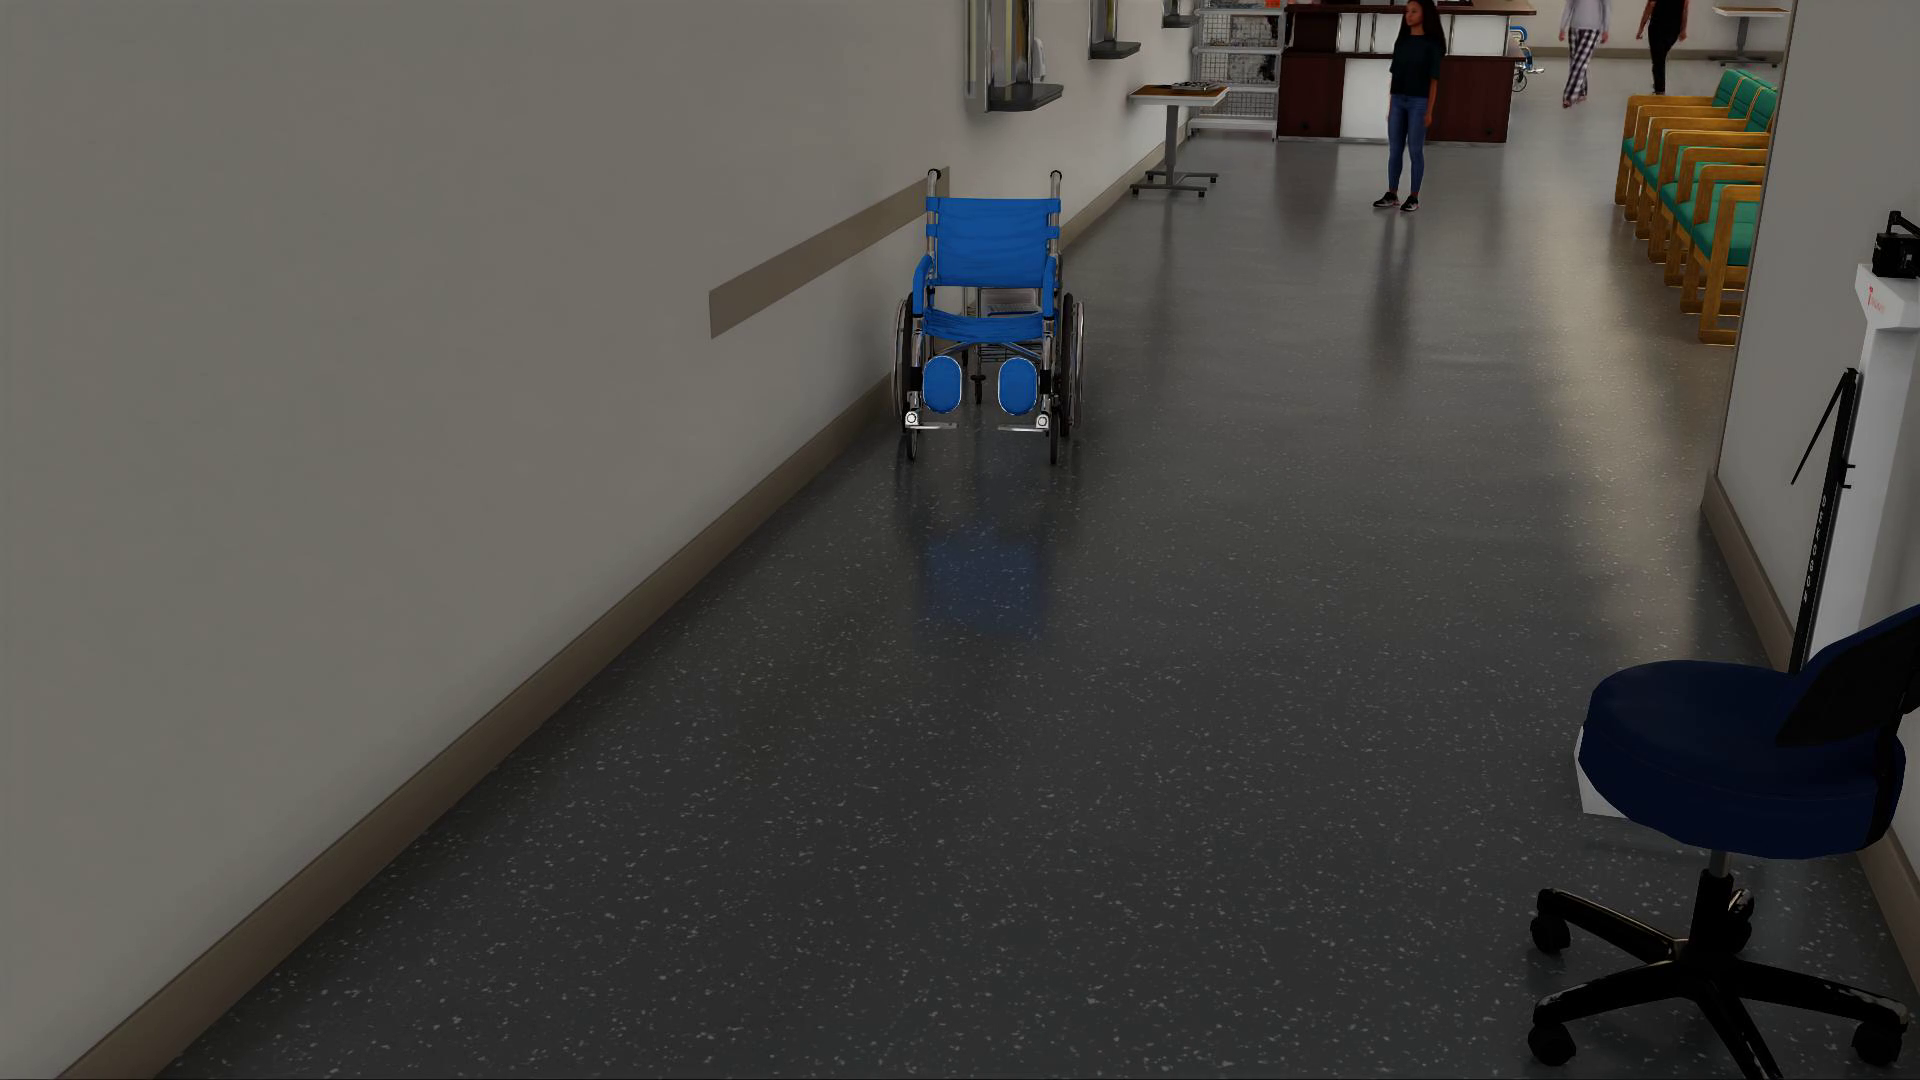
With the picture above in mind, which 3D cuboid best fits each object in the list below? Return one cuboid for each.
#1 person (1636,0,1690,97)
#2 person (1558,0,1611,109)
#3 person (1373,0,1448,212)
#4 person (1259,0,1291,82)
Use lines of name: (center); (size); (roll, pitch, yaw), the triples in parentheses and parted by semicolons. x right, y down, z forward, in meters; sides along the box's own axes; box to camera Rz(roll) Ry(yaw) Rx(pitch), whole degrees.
person: (8.504, -6.109, 19.970); (0.839, 1.738, 0.892); (-5, 21, -13)
person: (7.369, -5.980, 19.567); (1.235, 1.782, 1.057); (17, 26, 37)
person: (3.536, -3.410, 13.016); (0.767, 1.616, 0.689); (-17, 27, -38)
person: (4.181, -7.017, 22.368); (0.746, 1.737, 0.724); (-3, 21, -7)
